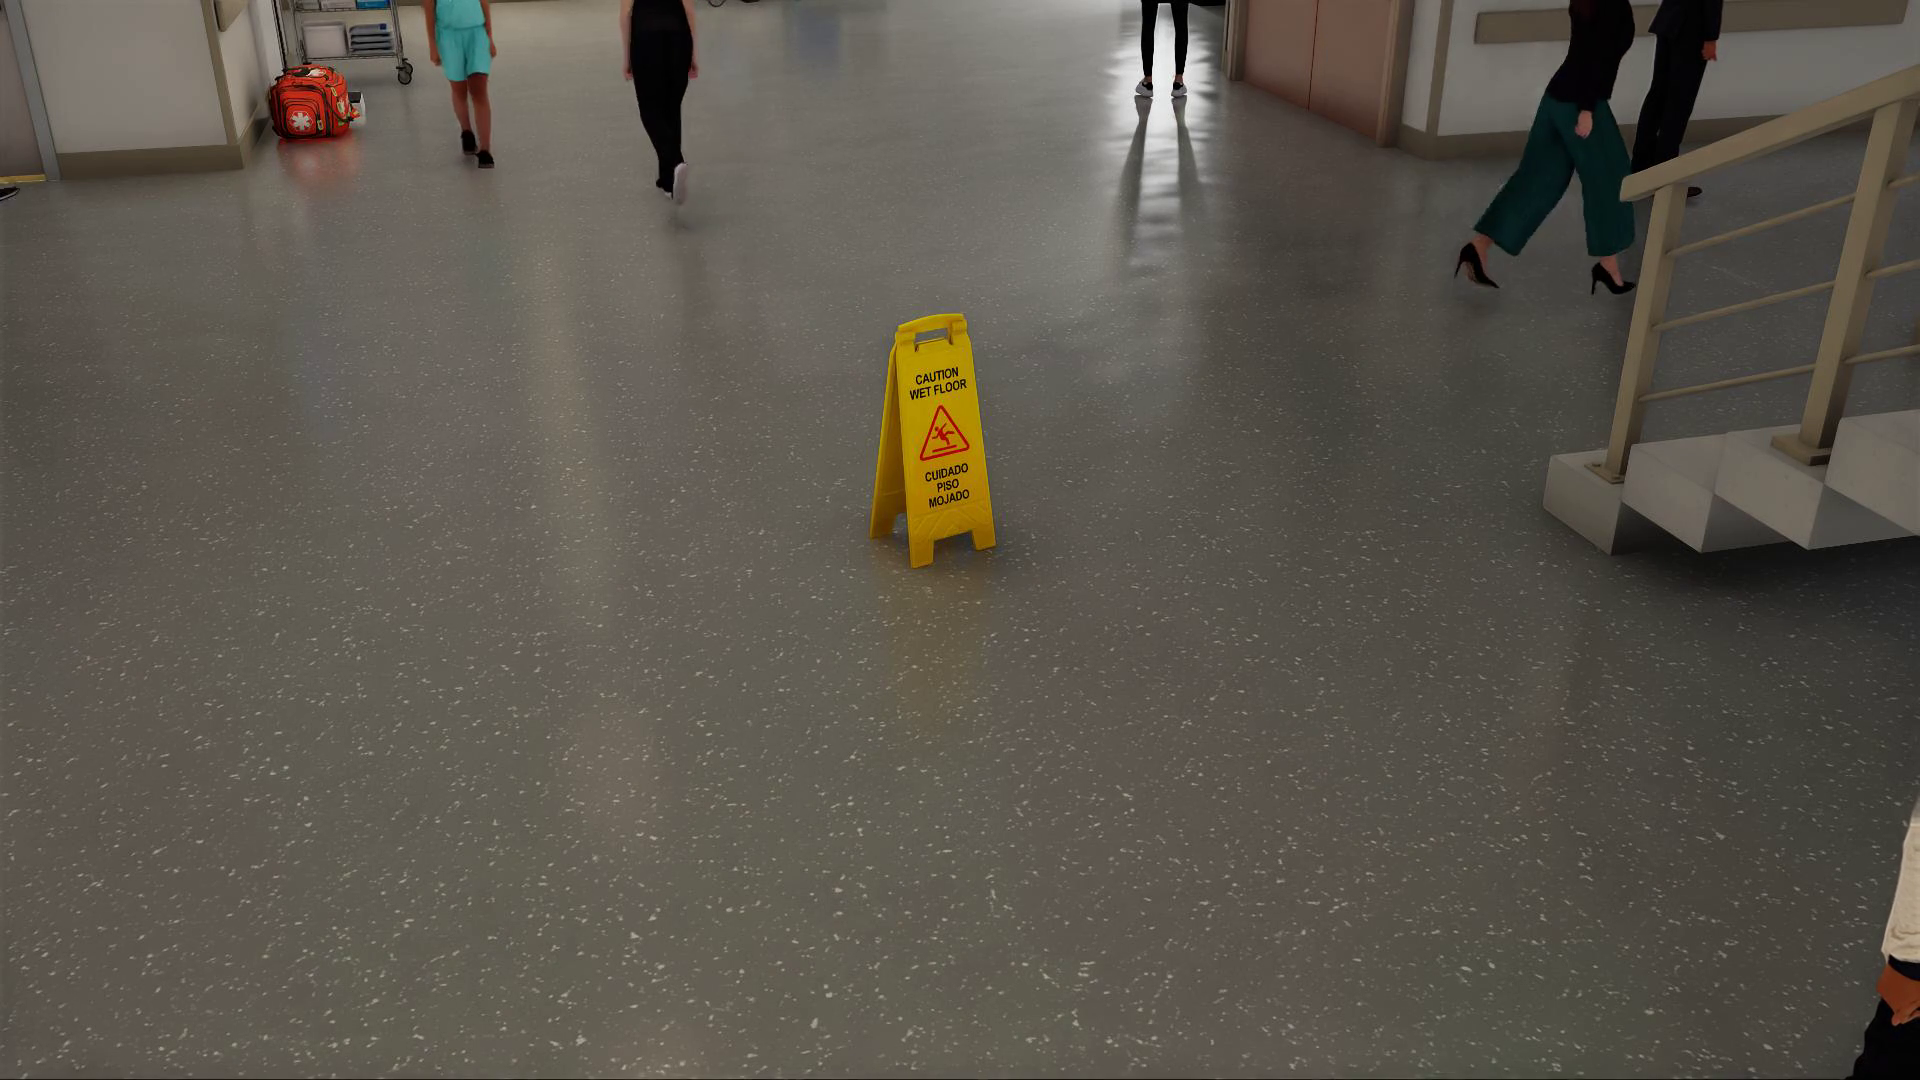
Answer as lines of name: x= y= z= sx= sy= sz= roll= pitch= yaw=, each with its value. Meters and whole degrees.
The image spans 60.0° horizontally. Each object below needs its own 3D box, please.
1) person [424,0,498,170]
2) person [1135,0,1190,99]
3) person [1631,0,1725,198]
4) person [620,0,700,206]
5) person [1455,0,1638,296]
person: x=-3.060 y=-3.063 z=10.193 sx=0.557 sy=1.519 sz=1.059 roll=-7 pitch=27 yaw=-15
person: x=1.500 y=-4.170 z=12.162 sx=0.656 sy=1.801 sz=0.613 roll=1 pitch=26 yaw=2
person: x=4.169 y=-2.932 z=9.521 sx=0.721 sy=1.866 sz=0.539 roll=-4 pitch=26 yaw=-8
person: x=-1.628 y=-2.684 z=9.170 sx=0.703 sy=1.724 sz=1.081 roll=-11 pitch=28 yaw=-22
person: x=2.725 y=-1.905 z=7.594 sx=0.819 sy=1.689 sz=1.081 roll=-1 pitch=26 yaw=-3
